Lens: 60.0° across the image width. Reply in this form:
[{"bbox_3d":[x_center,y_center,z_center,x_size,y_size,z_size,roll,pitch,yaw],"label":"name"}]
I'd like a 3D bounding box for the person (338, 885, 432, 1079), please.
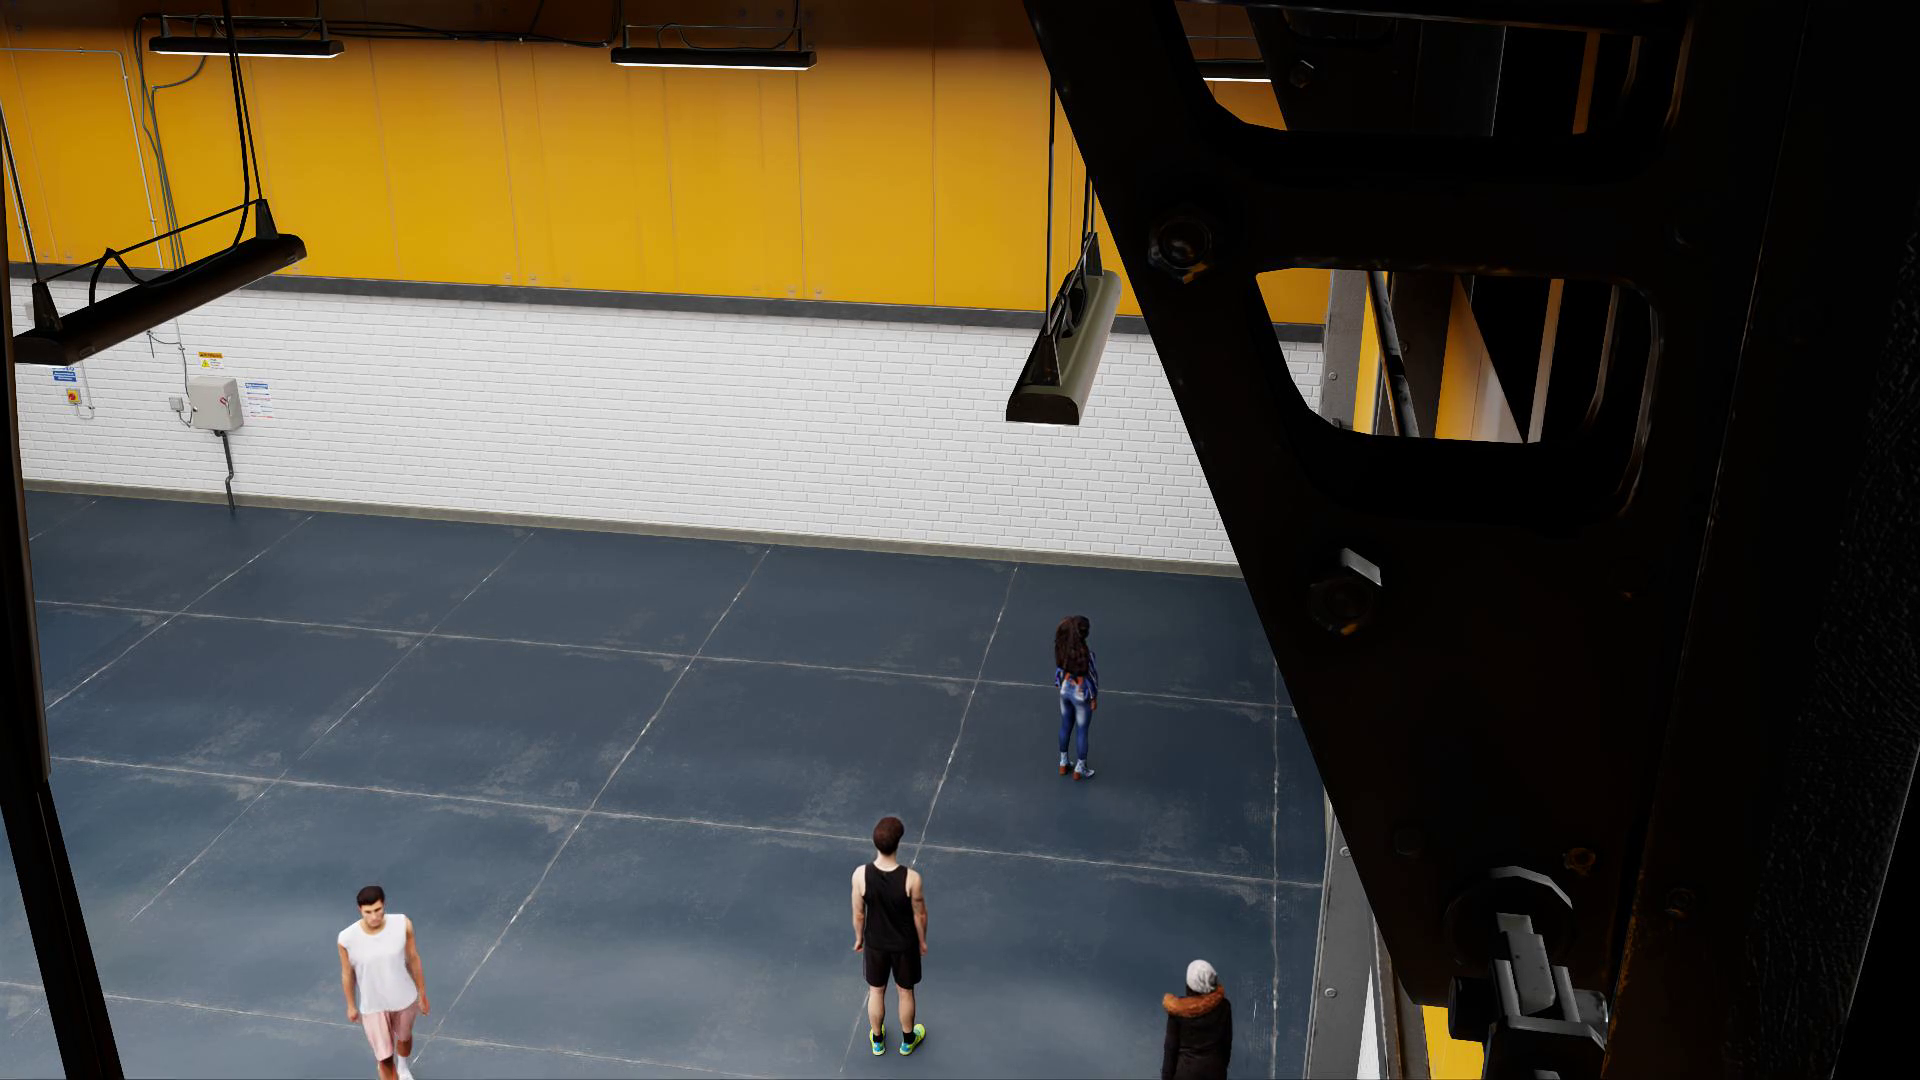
[{"bbox_3d":[-3.838,3.013,11.138,1.021,1.757,1.137,-12,26,-25],"label":"person"}]

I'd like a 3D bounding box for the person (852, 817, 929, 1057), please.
[{"bbox_3d":[-0.482,2.764,11.537,0.683,1.892,0.600,2,24,5],"label":"person"}]

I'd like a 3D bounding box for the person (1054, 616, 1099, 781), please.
[{"bbox_3d":[1.051,1.404,14.993,0.694,1.617,0.718,21,31,39],"label":"person"}]

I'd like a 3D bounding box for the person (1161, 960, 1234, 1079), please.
[{"bbox_3d":[1.512,3.389,10.479,0.806,1.595,1.084,-2,24,-4],"label":"person"}]
